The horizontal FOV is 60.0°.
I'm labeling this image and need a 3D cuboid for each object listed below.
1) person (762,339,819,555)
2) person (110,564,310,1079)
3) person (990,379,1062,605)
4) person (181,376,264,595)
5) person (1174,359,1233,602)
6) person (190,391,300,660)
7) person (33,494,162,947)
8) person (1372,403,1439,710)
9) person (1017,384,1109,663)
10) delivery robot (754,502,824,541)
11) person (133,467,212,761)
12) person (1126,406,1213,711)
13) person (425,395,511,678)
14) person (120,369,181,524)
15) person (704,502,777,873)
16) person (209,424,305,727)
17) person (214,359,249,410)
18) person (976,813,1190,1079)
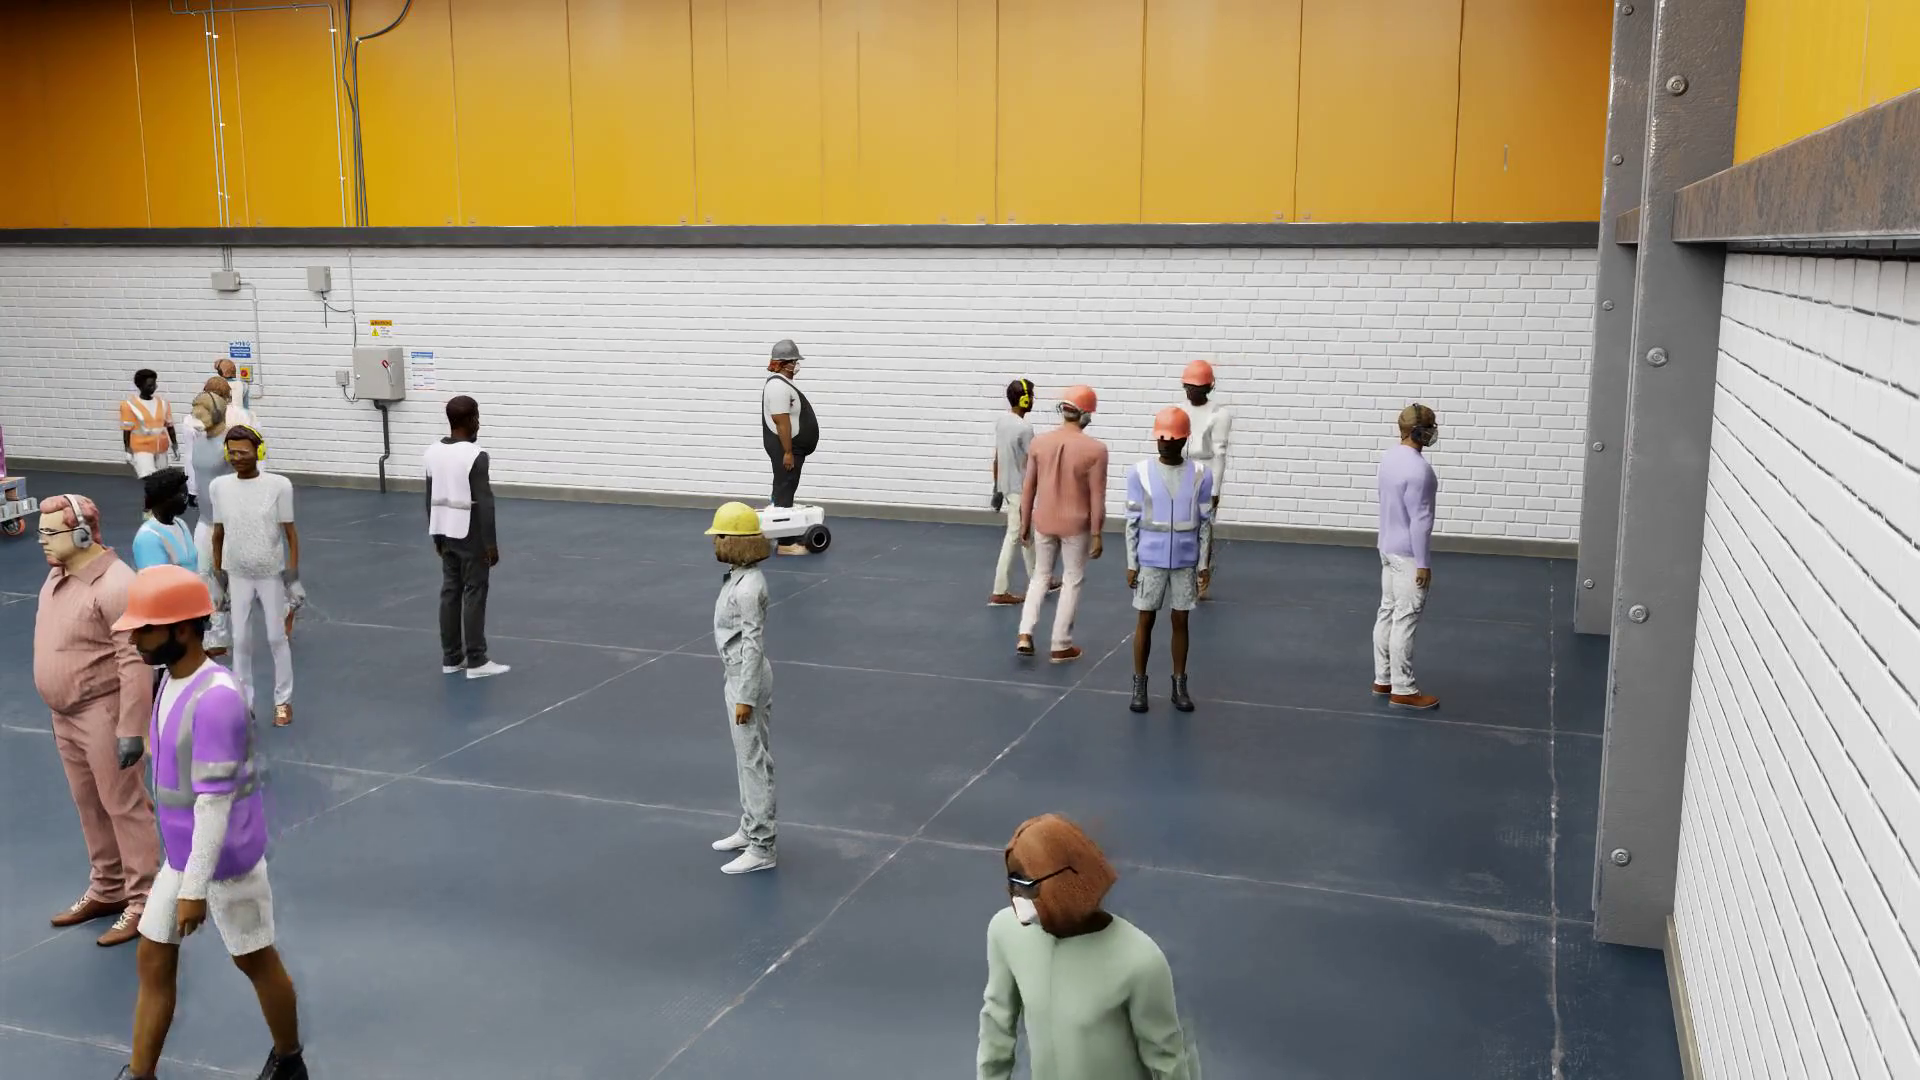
[{"bbox_3d":[-1.610,-0.892,15.841,0.538,2.000,0.684,-2,10,-9],"label":"person"},{"bbox_3d":[-2.561,1.034,5.368,0.889,1.902,0.566,-9,14,-42],"label":"person"},{"bbox_3d":[0.590,-0.385,13.575,0.800,1.838,0.523,-4,11,-24],"label":"person"},{"bbox_3d":[-6.137,-0.445,13.887,0.626,1.843,0.430,-7,12,-34],"label":"person"},{"bbox_3d":[1.936,-0.474,13.551,0.517,2.020,0.608,-9,14,-42],"label":"person"},{"bbox_3d":[-5.144,-0.104,11.762,0.639,1.917,0.731,8,13,37],"label":"person"},{"bbox_3d":[-3.653,0.748,6.994,0.652,1.904,0.402,7,12,35],"label":"person"},{"bbox_3d":[2.849,0.101,10.554,0.380,1.941,0.639,-1,10,-6],"label":"person"},{"bbox_3d":[0.719,-0.101,11.622,0.633,1.961,0.618,6,12,30],"label":"person"},{"bbox_3d":[-1.665,-0.194,15.831,0.707,0.478,0.477,-6,12,-32],"label":"delivery robot"},{"bbox_3d":[-4.477,0.423,9.413,0.499,1.673,0.566,0,10,-1],"label":"person"},{"bbox_3d":[1.310,0.123,10.424,0.547,1.934,0.376,0,10,-1],"label":"person"},{"bbox_3d":[-3.377,-0.021,11.288,0.596,1.915,0.373,7,12,34],"label":"person"},{"bbox_3d":[-8.290,-0.923,17.066,0.716,1.669,0.545,6,12,30],"label":"person"},{"bbox_3d":[-1.031,0.684,7.807,0.295,1.744,0.489,-2,10,-13],"label":"person"},{"bbox_3d":[-4.261,0.223,10.062,0.533,1.867,0.338,-1,10,-7],"label":"person"},{"bbox_3d":[-8.318,-1.250,18.989,0.310,1.638,0.523,4,11,24],"label":"person"},{"bbox_3d":[0.292,1.425,4.040,0.519,1.593,0.716,9,13,41],"label":"person"}]
